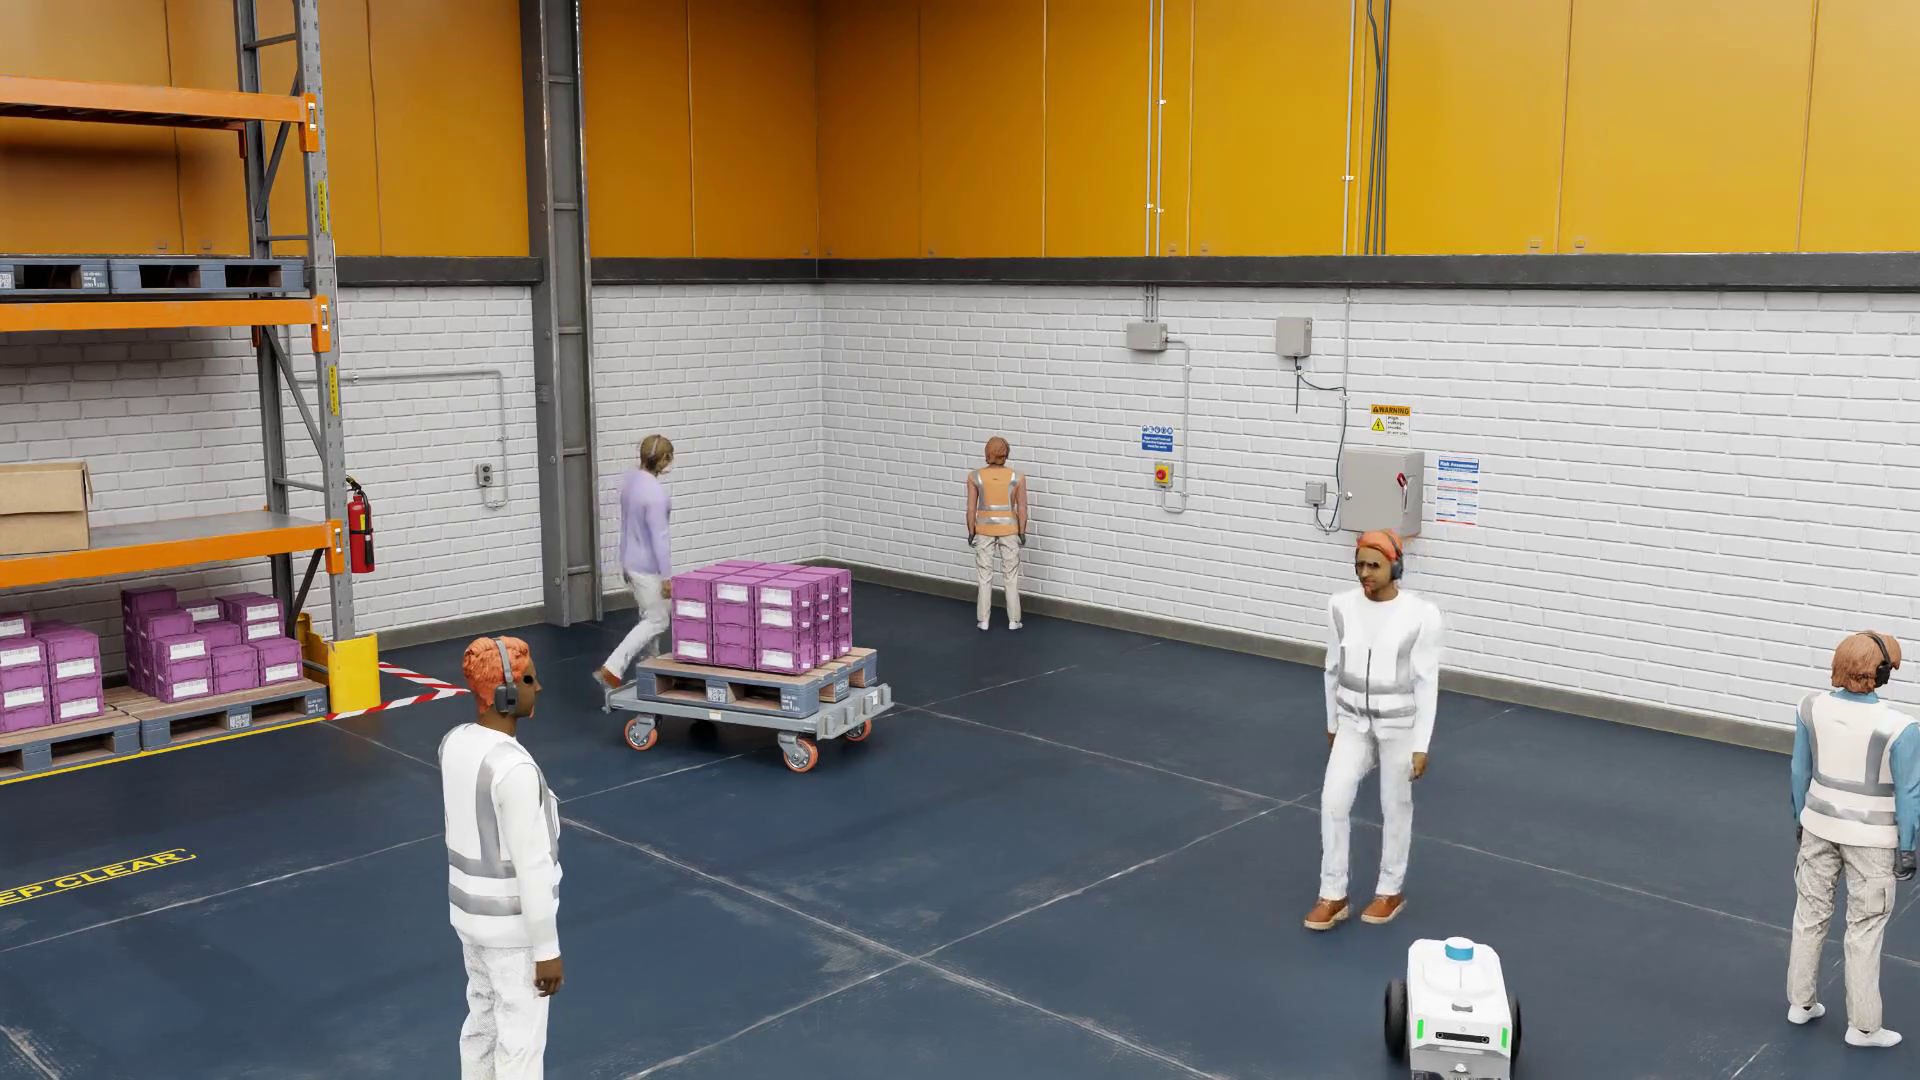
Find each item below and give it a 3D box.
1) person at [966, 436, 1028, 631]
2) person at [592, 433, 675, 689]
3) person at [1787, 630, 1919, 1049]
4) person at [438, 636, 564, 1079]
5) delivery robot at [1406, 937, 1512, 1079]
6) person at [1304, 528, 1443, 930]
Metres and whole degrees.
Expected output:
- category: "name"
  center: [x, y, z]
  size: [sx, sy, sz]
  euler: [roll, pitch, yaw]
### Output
- category: "person"
  center: [0.307, -0.044, 13.919]
  size: [0.515, 1.641, 0.315]
  euler: [1, 9, 4]
- category: "person"
  center: [-2.254, 0.203, 11.611]
  size: [0.669, 1.914, 0.691]
  euler: [-5, 11, -29]
- category: "person"
  center: [3.488, 1.165, 6.511]
  size: [0.307, 1.641, 0.513]
  euler: [-5, 11, -30]
- category: "person"
  center: [-1.445, 1.235, 5.342]
  size: [0.355, 1.882, 0.575]
  euler: [-8, 12, -41]
- category: "delivery robot"
  center: [1.839, 1.717, 6.156]
  size: [0.477, 0.478, 0.707]
  euler: [2, 9, 13]
- category: "person"
  center: [1.865, 0.885, 7.561]
  size: [0.581, 1.863, 0.717]
  euler: [7, 11, 35]
